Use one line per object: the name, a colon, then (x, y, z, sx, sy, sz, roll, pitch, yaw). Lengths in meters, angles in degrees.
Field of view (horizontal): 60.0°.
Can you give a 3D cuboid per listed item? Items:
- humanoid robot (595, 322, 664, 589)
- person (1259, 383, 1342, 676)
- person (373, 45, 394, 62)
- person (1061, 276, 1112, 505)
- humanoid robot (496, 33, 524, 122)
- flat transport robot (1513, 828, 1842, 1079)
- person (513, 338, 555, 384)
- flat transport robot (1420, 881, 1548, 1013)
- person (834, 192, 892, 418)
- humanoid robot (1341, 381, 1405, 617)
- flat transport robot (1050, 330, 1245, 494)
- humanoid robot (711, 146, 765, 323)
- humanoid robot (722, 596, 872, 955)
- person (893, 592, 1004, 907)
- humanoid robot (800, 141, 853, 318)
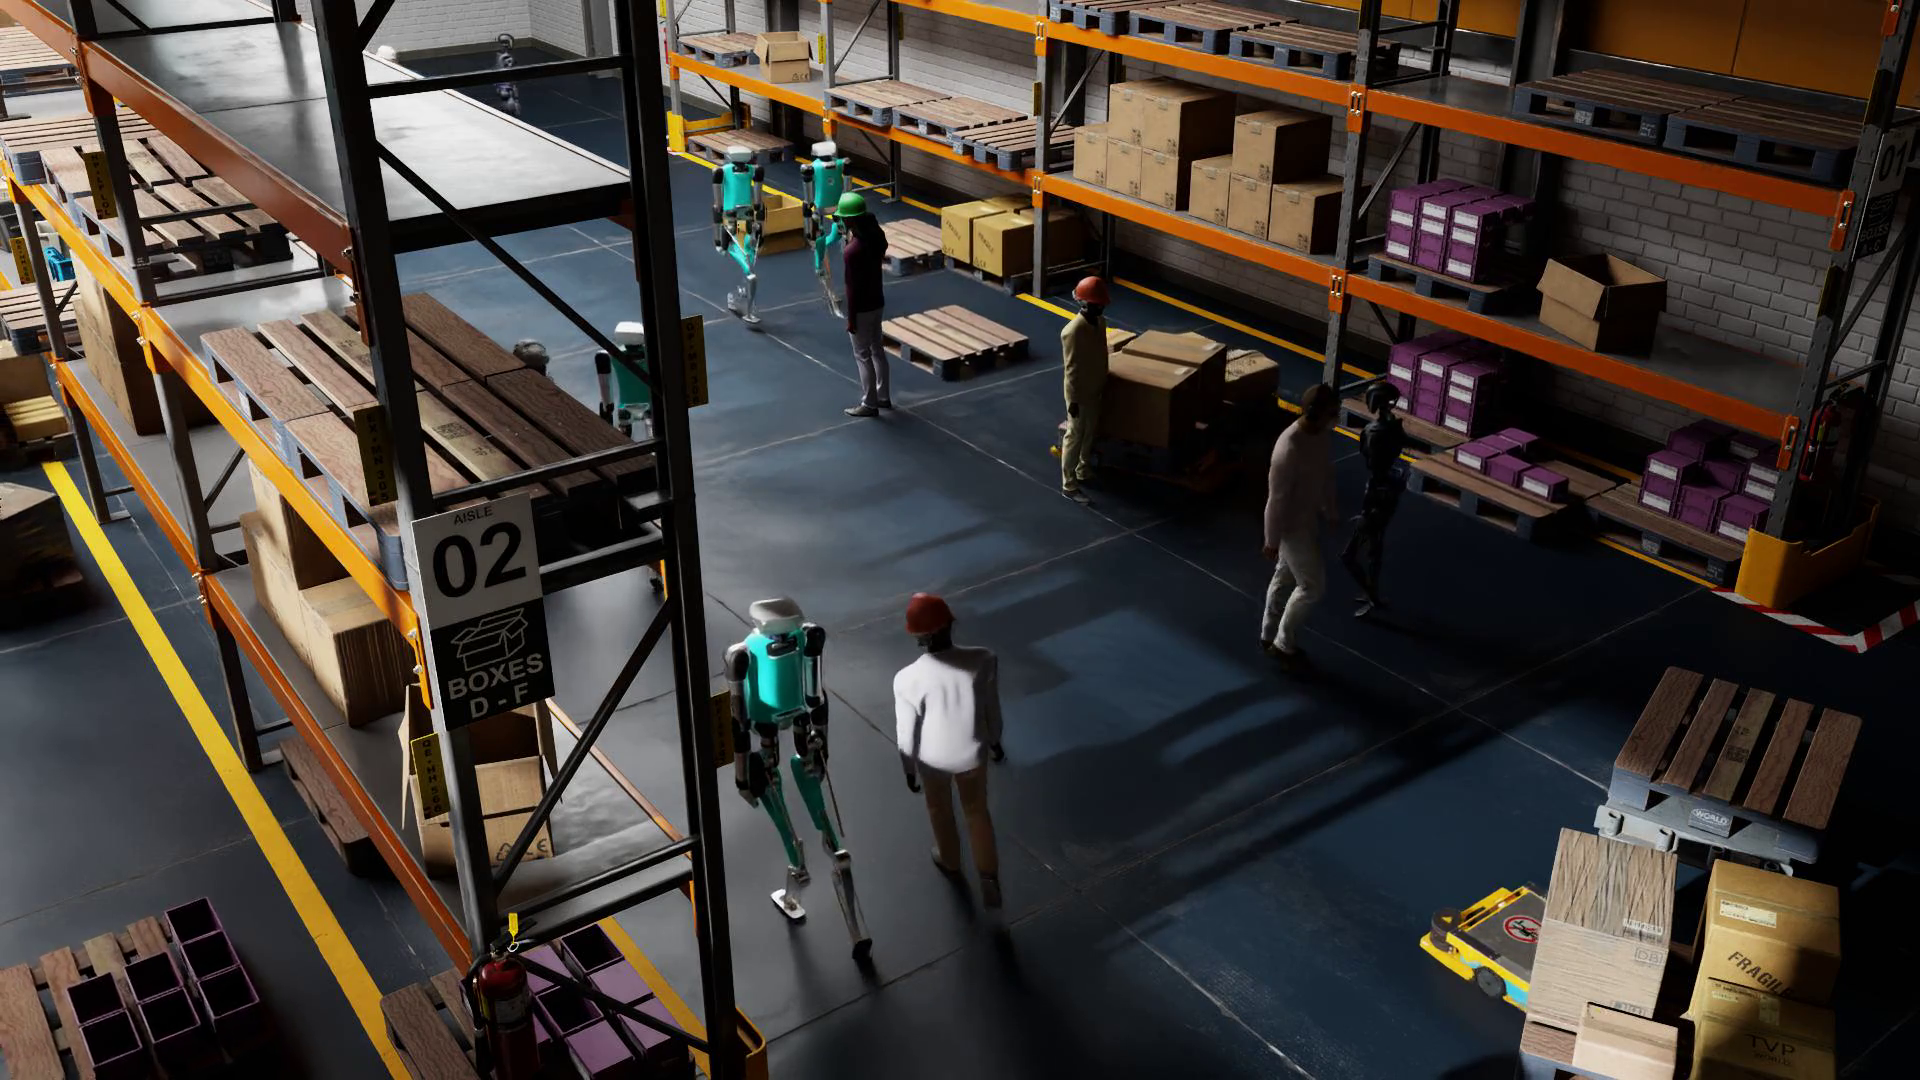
humanoid robot: (-2.206, -0.513, 11.437, 0.531, 1.833, 0.898, -3, 27, -6)
person: (2.152, -0.073, 10.306, 0.576, 1.912, 0.631, 13, 30, 24)
person: (-7.117, -5.371, 21.045, 0.805, 1.727, 0.745, 6, 27, 13)
person: (0.964, -1.149, 12.616, 0.320, 1.754, 0.558, 14, 30, 26)
humanoid robot: (-5.984, -5.894, 22.143, 0.362, 1.644, 0.610, -13, 30, -25)
flat transport robot: (3.083, 2.360, 7.294, 0.659, 0.231, 1.431, 11, 29, 21)
person: (-2.869, -0.535, 11.329, 0.475, 1.816, 0.543, 11, 29, 21)
flat transport robot: (2.948, 2.101, 7.808, 0.659, 0.231, 1.431, -19, 32, -33)
person: (-0.828, -1.980, 14.080, 0.450, 1.935, 0.483, 13, 29, 24)
humanoid robot: (2.757, -0.270, 10.953, 0.362, 1.647, 0.616, 11, 29, 21)
flat transport robot: (1.507, -0.714, 13.408, 1.431, 0.231, 0.659, 15, 31, 28)
humanoid robot: (-2.052, -2.894, 16.122, 0.583, 1.735, 1.033, -14, 30, -26)
humanoid robot: (-0.707, 1.223, 7.986, 0.548, 1.835, 0.885, -18, 32, -32)
person: (-0.035, 1.060, 8.255, 0.584, 1.714, 0.620, -9, 28, -16)
humanoid robot: (-1.374, -3.129, 16.603, 0.557, 1.796, 0.789, -11, 29, -21)
